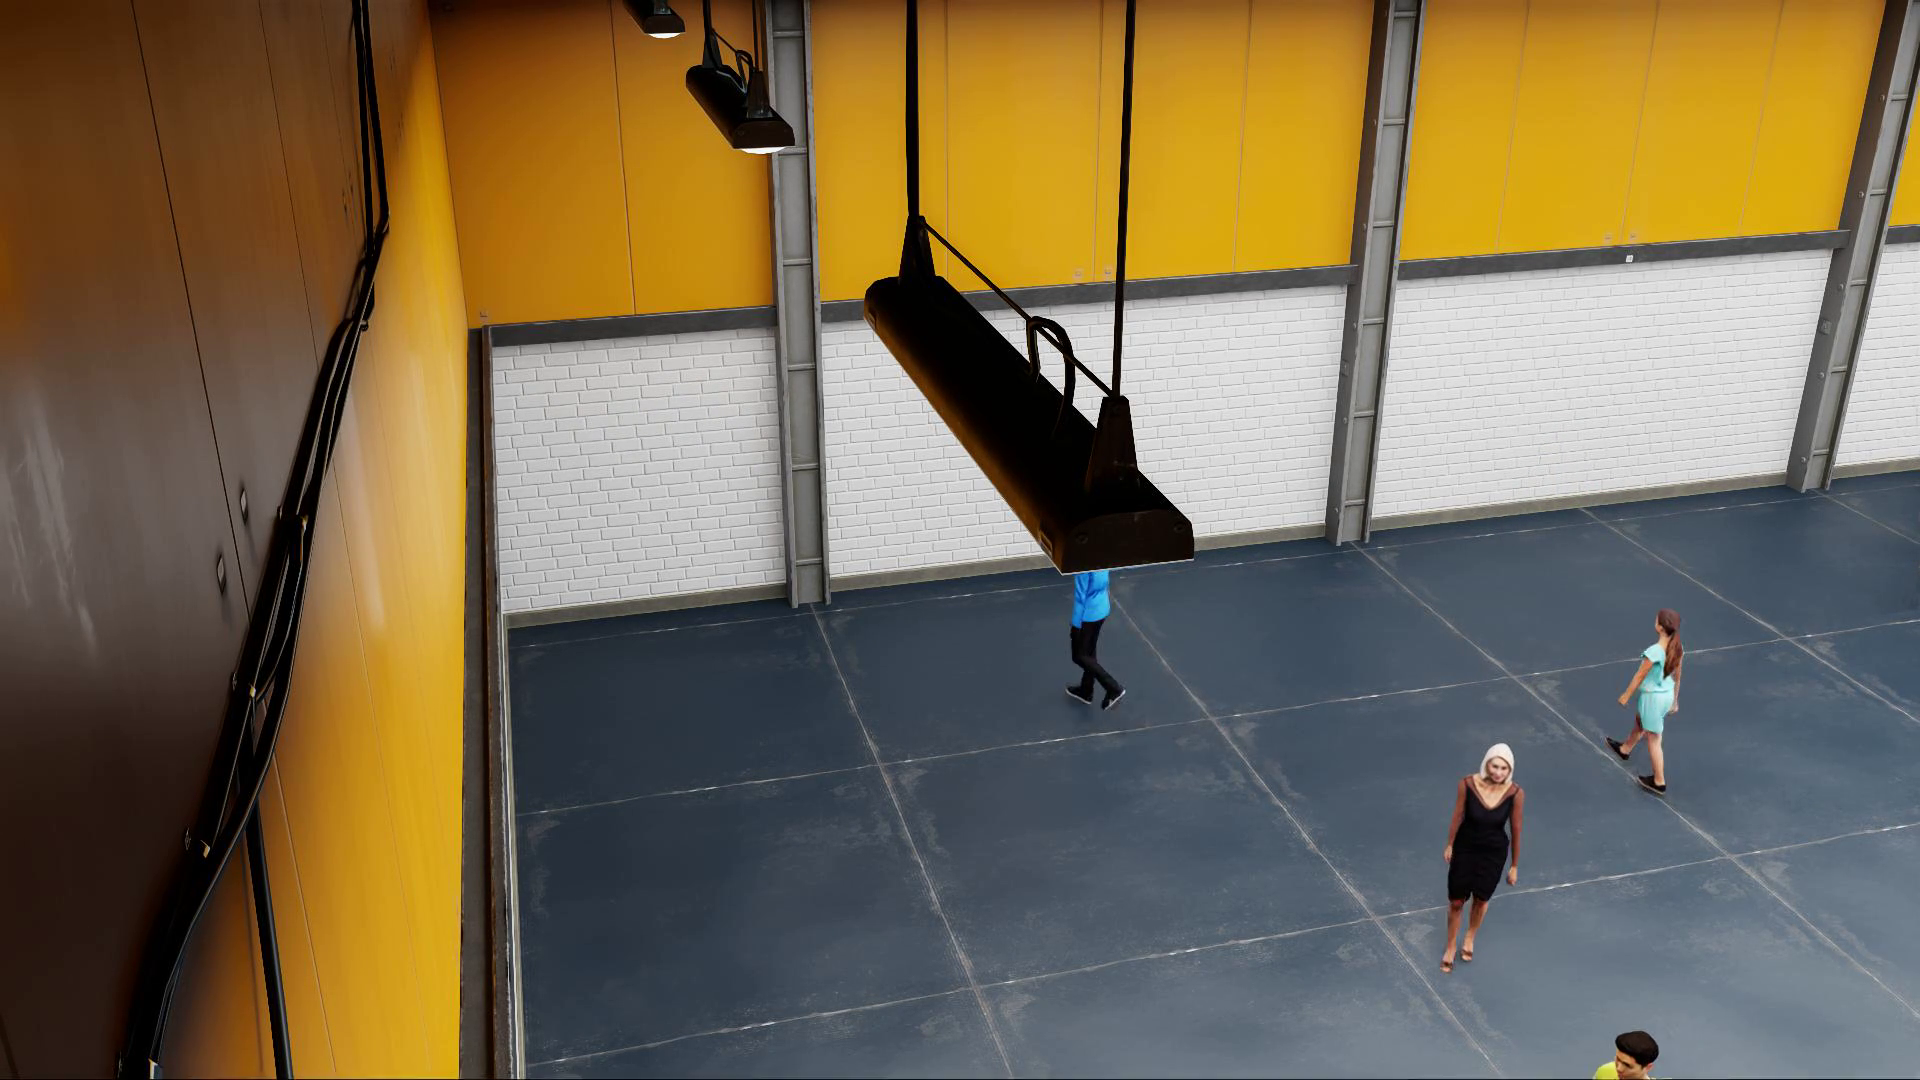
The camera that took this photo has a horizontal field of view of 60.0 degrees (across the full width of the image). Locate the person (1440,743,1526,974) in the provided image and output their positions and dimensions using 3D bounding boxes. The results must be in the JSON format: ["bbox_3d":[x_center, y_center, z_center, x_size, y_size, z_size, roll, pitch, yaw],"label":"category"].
[{"bbox_3d":[3.550,2.097,11.323,0.780,1.731,0.850,9,25,19],"label":"person"}]

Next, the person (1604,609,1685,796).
[{"bbox_3d":[5.638,1.322,13.355,0.959,1.525,0.772,-13,27,-27],"label":"person"}]

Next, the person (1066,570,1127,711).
[{"bbox_3d":[1.208,0.687,14.487,0.981,1.781,0.944,16,28,32],"label":"person"}]

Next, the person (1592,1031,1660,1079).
[{"bbox_3d":[3.486,3.246,8.737,0.654,1.697,0.681,-11,26,-23],"label":"person"}]
